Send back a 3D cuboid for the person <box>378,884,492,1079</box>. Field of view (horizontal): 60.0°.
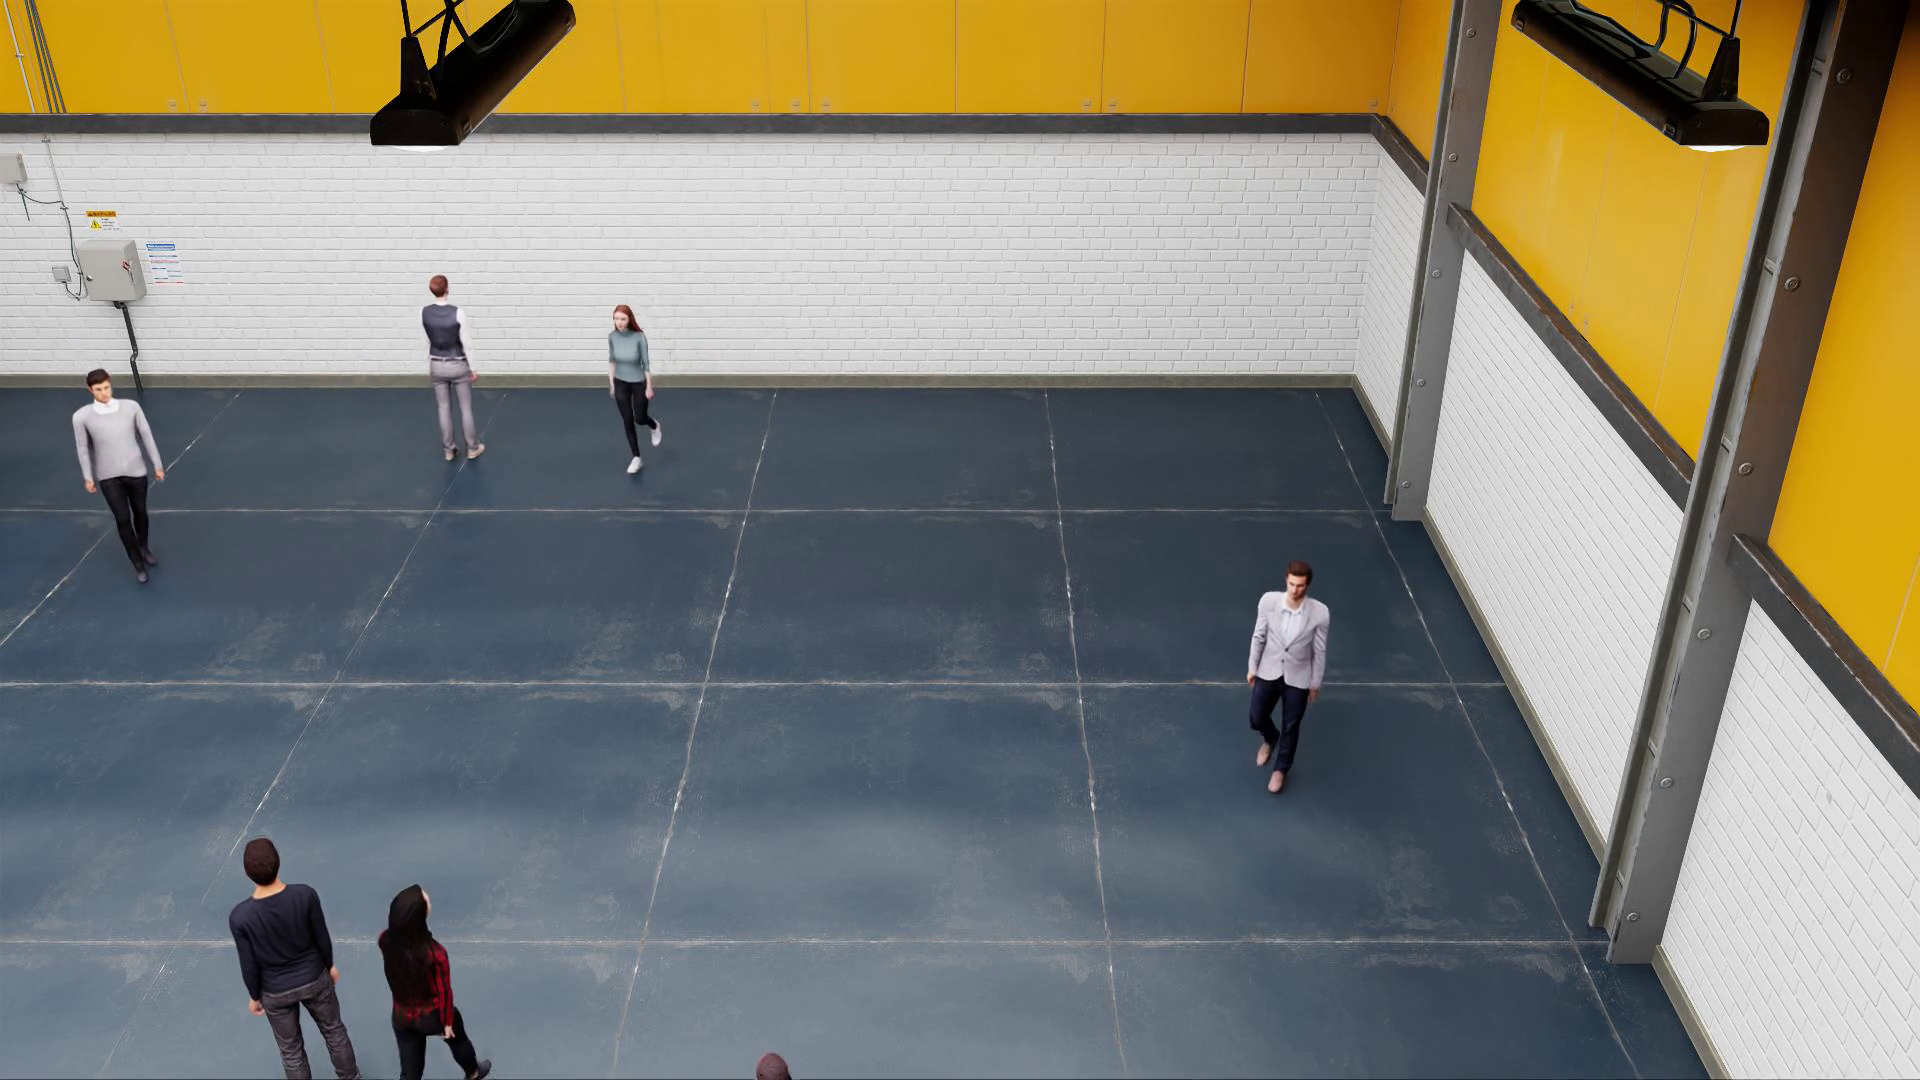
[{"bbox_3d":[-2.943,2.627,8.962,0.744,1.616,1.085,7,29,13],"label":"person"}]

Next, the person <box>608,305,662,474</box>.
[{"bbox_3d":[-3.219,-1.537,16.475,0.717,1.731,0.934,7,29,12],"label":"person"}]

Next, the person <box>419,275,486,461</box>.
[{"bbox_3d":[-5.116,-1.719,16.591,0.668,1.941,0.607,1,29,3],"label":"person"}]

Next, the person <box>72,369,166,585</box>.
[{"bbox_3d":[-7.402,-0.634,14.643,1.062,1.901,1.137,-21,35,-33],"label":"person"}]

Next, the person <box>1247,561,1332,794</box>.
[{"bbox_3d":[2.342,0.915,11.863,0.828,1.843,0.855,12,31,21],"label":"person"}]

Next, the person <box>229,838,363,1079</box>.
[{"bbox_3d":[-3.634,2.415,9.085,0.723,1.870,0.736,-17,33,-28],"label":"person"}]
